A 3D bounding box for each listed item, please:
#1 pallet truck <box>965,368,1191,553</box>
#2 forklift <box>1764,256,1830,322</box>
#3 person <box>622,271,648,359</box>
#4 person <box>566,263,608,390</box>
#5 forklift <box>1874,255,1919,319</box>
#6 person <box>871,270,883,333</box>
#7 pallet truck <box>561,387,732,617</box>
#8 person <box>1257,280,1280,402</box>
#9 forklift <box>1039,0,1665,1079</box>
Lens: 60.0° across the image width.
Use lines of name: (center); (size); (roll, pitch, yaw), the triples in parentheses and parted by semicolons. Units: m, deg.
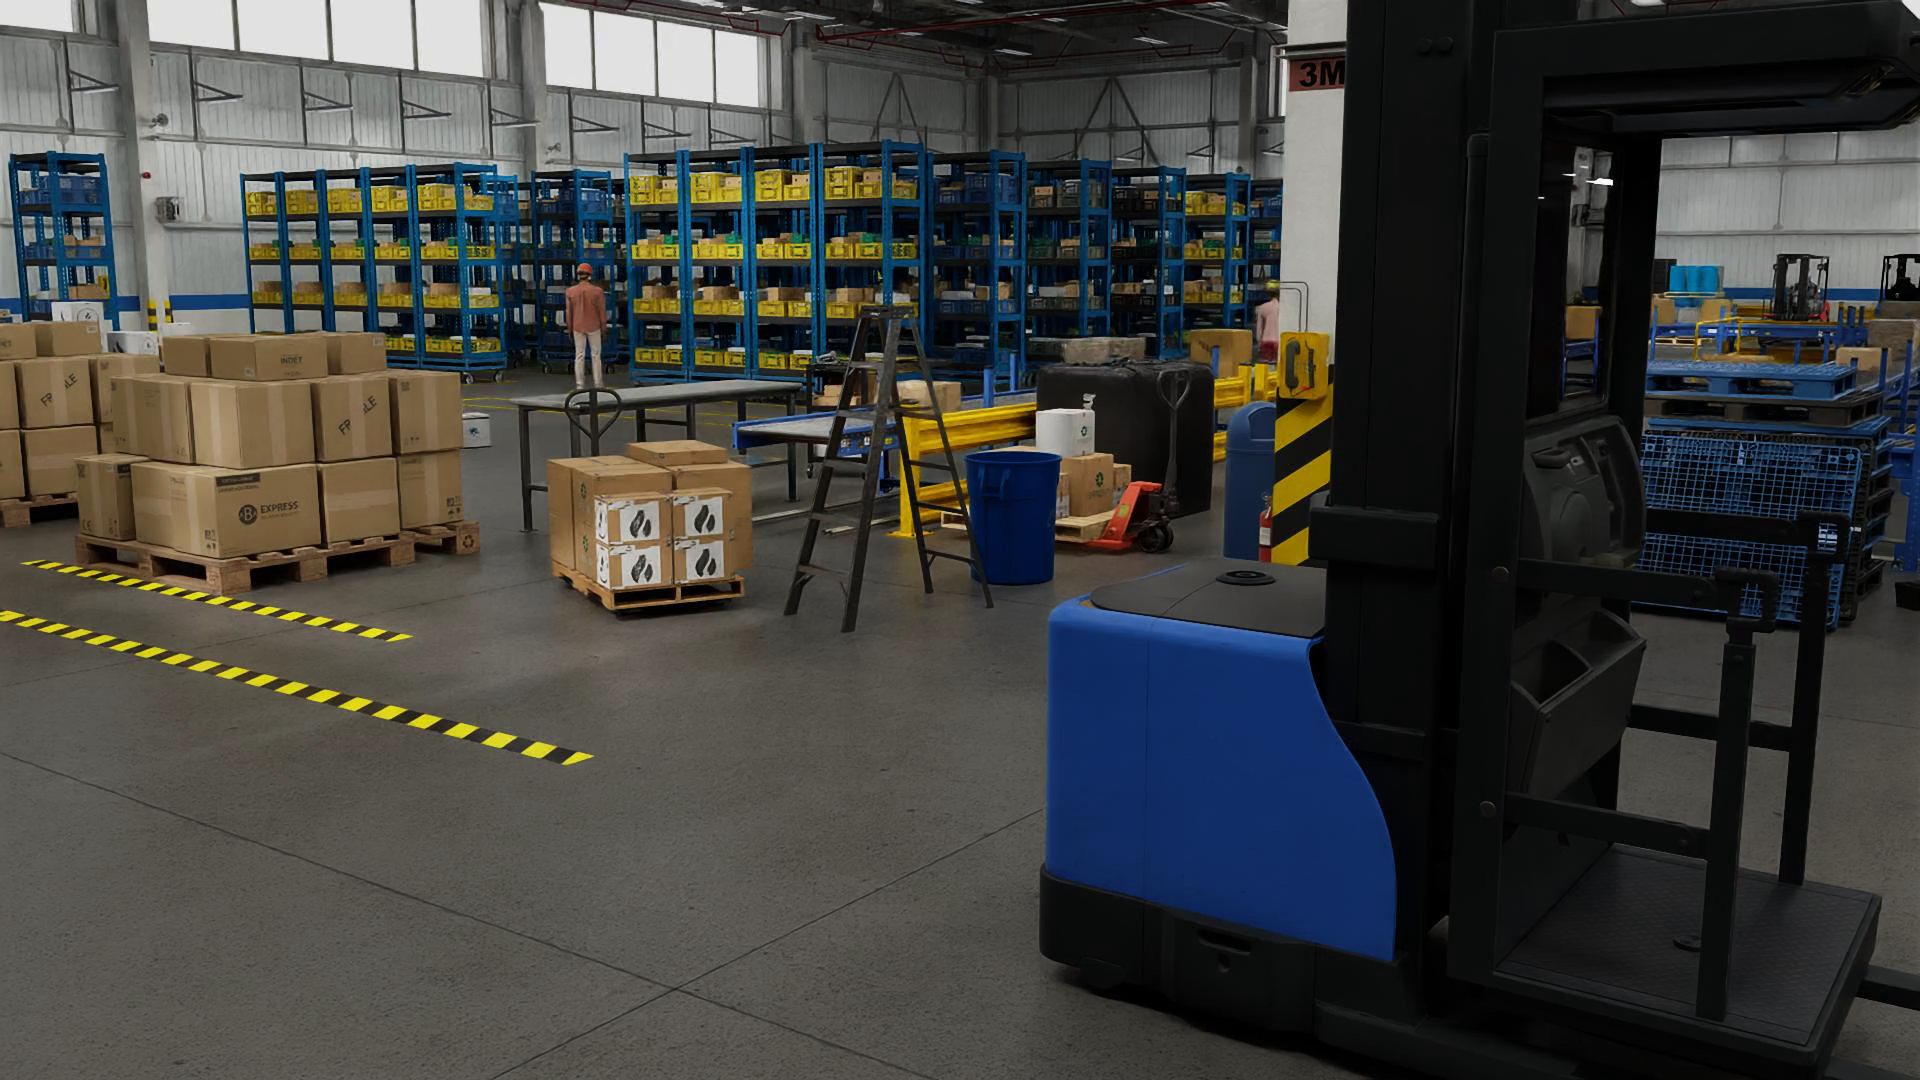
pallet truck: (0.845, -0.609, 11.869); (1.630, 1.274, 0.653); (7, 12, 35)
forklift: (20.253, -5.854, 40.139); (1.157, 1.987, 2.680); (7, 12, 35)
person: (-6.733, -4.649, 34.357); (0.439, 1.824, 0.587); (5, 11, 27)
person: (-5.633, -3.189, 25.184); (0.624, 1.987, 0.407); (0, 10, 1)
forklift: (22.089, -5.634, 38.796); (1.157, 1.987, 2.680); (6, 11, 33)
person: (-1.705, -4.520, 33.578); (0.404, 1.832, 0.594); (1, 10, 6)
pallet truck: (-1.981, -0.274, 10.088); (0.680, 1.201, 1.601); (-5, 11, -28)
person: (4.490, -2.826, 23.716); (0.550, 1.750, 0.381); (6, 11, 34)
forklift: (1.249, -0.137, 4.360); (1.873, 2.768, 1.129); (7, 12, 35)
